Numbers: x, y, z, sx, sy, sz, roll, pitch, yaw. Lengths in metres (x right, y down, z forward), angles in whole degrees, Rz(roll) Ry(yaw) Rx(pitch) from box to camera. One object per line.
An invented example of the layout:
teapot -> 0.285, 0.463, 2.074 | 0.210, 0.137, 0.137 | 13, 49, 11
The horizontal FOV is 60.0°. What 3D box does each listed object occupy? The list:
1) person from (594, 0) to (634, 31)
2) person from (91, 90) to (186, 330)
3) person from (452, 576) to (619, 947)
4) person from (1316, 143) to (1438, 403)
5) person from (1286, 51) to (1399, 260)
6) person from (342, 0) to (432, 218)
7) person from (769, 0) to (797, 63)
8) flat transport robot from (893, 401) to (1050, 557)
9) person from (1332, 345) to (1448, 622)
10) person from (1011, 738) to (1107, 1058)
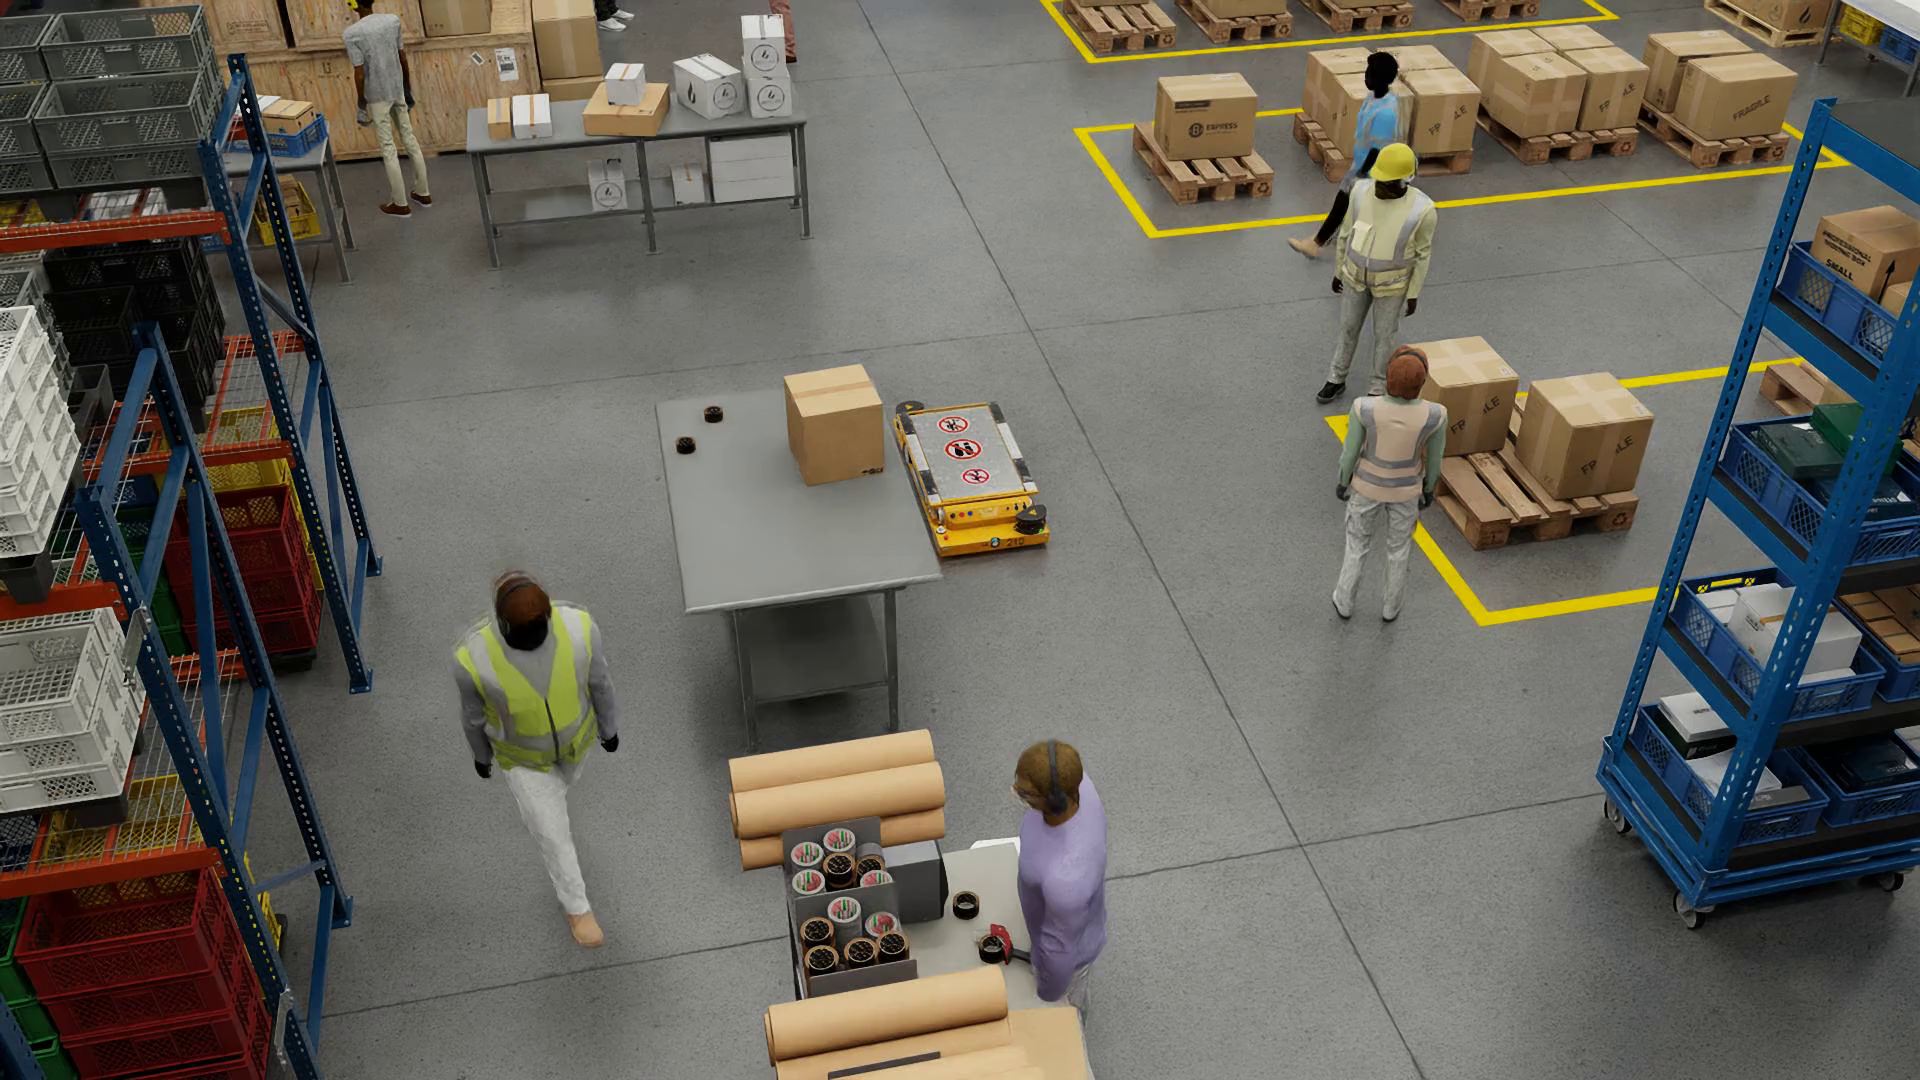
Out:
person -> -3.500, -5.974, 16.190 | 0.392, 1.920, 0.591 | 4, 37, 6
person -> -5.525, -2.154, 11.086 | 0.347, 1.884, 0.581 | 11, 38, 15
person -> -1.814, 0.805, 7.189 | 0.635, 1.802, 0.967 | -20, 41, -24
person -> 2.610, -1.638, 10.439 | 0.587, 1.826, 0.404 | 22, 42, 27
person -> 2.880, -2.705, 12.011 | 0.852, 1.649, 0.544 | -1, 37, -1
person -> -4.424, -3.401, 12.775 | 0.328, 1.868, 0.509 | 24, 43, 29
person -> -1.746, -5.396, 15.435 | 0.401, 1.900, 0.651 | -6, 37, -9
flat transport robot -> 0.046, -0.430, 10.108 | 0.652, 0.197, 1.431 | -8, 37, -10
person -> 2.242, -0.271, 8.756 | 0.523, 1.638, 0.310 | 5, 37, 7
person -> 0.359, 1.466, 6.182 | 0.371, 1.932, 0.628 | 3, 37, 4
